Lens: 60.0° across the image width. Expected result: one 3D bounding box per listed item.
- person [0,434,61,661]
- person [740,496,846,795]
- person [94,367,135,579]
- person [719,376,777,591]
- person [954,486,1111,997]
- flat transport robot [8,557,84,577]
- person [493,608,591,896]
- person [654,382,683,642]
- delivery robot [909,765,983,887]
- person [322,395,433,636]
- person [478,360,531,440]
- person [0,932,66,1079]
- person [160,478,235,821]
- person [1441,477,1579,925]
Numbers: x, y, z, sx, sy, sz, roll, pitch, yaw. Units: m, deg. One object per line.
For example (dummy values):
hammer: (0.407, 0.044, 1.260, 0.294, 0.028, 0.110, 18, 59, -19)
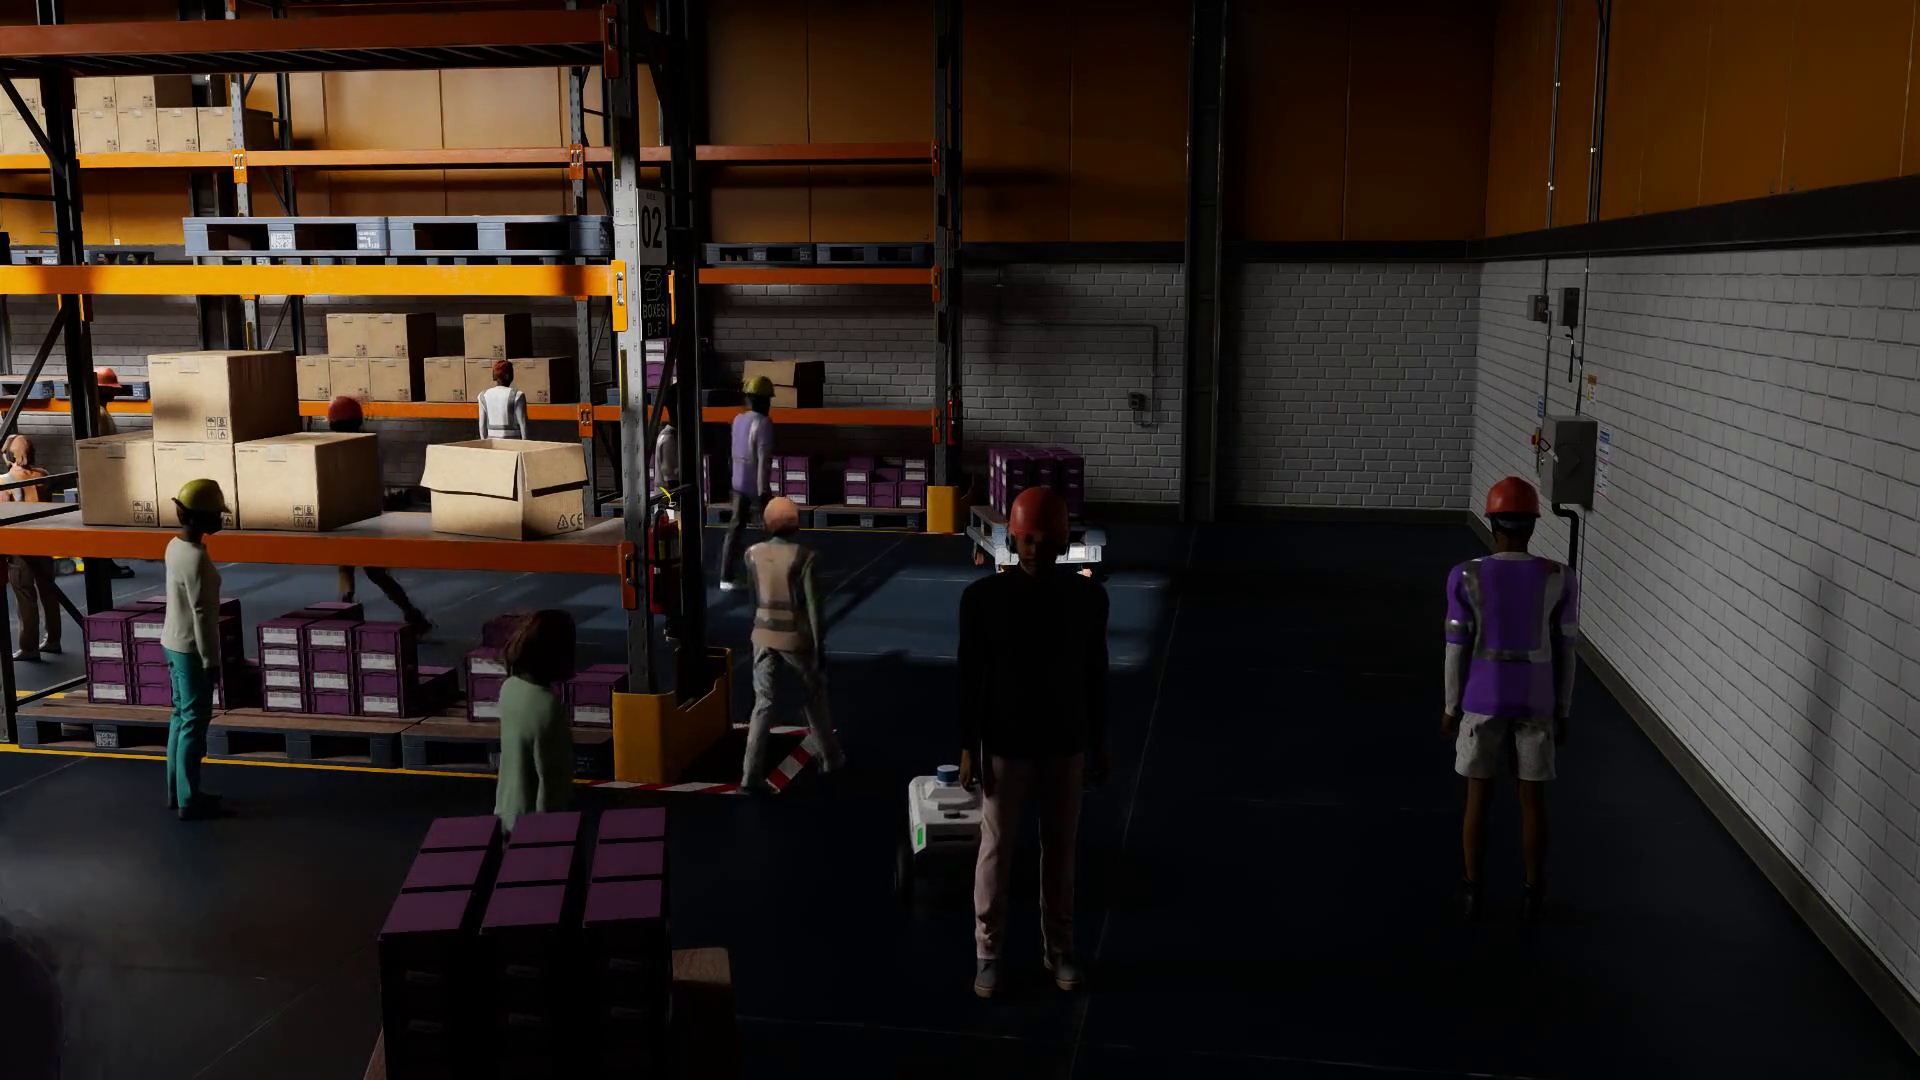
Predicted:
person: (-6.737, 0.049, 12.010, 0.307, 1.644, 0.514, 2, 9, 10)
person: (-0.951, 0.561, 9.007, 0.543, 1.594, 0.835, 4, 10, 25)
person: (-7.802, -0.613, 15.216, 0.367, 1.932, 0.551, -6, 11, -31)
person: (-1.766, -0.500, 14.707, 0.984, 1.868, 0.610, -8, 12, -42)
person: (0.290, 0.776, 6.418, 0.621, 1.989, 0.398, -2, 9, -12)
flat transport robot: (-8.673, 0.205, 15.287, 0.652, 0.197, 1.431, 9, 13, 43)
person: (-1.477, 1.032, 6.061, 0.816, 1.584, 0.514, -8, 12, -39)
person: (-2.138, -0.214, 12.640, 0.367, 1.966, 0.604, -2, 9, -11)
delivery robot: (-0.053, 1.264, 7.547, 0.477, 0.478, 0.707, -1, 9, -4)
person: (-4.455, -0.148, 12.508, 0.978, 1.890, 0.545, 0, 9, 2)
person: (-4.748, -0.945, 17.438, 0.576, 1.882, 0.355, 3, 10, 16)
person: (-1.911, 1.392, 2.962, 0.942, 1.864, 0.676, -1, 9, -9)
person: (-3.901, 0.556, 8.546, 0.376, 1.752, 0.517, -7, 11, -36)
person: (2.345, 0.691, 7.147, 0.543, 1.928, 0.374, 2, 9, 12)
